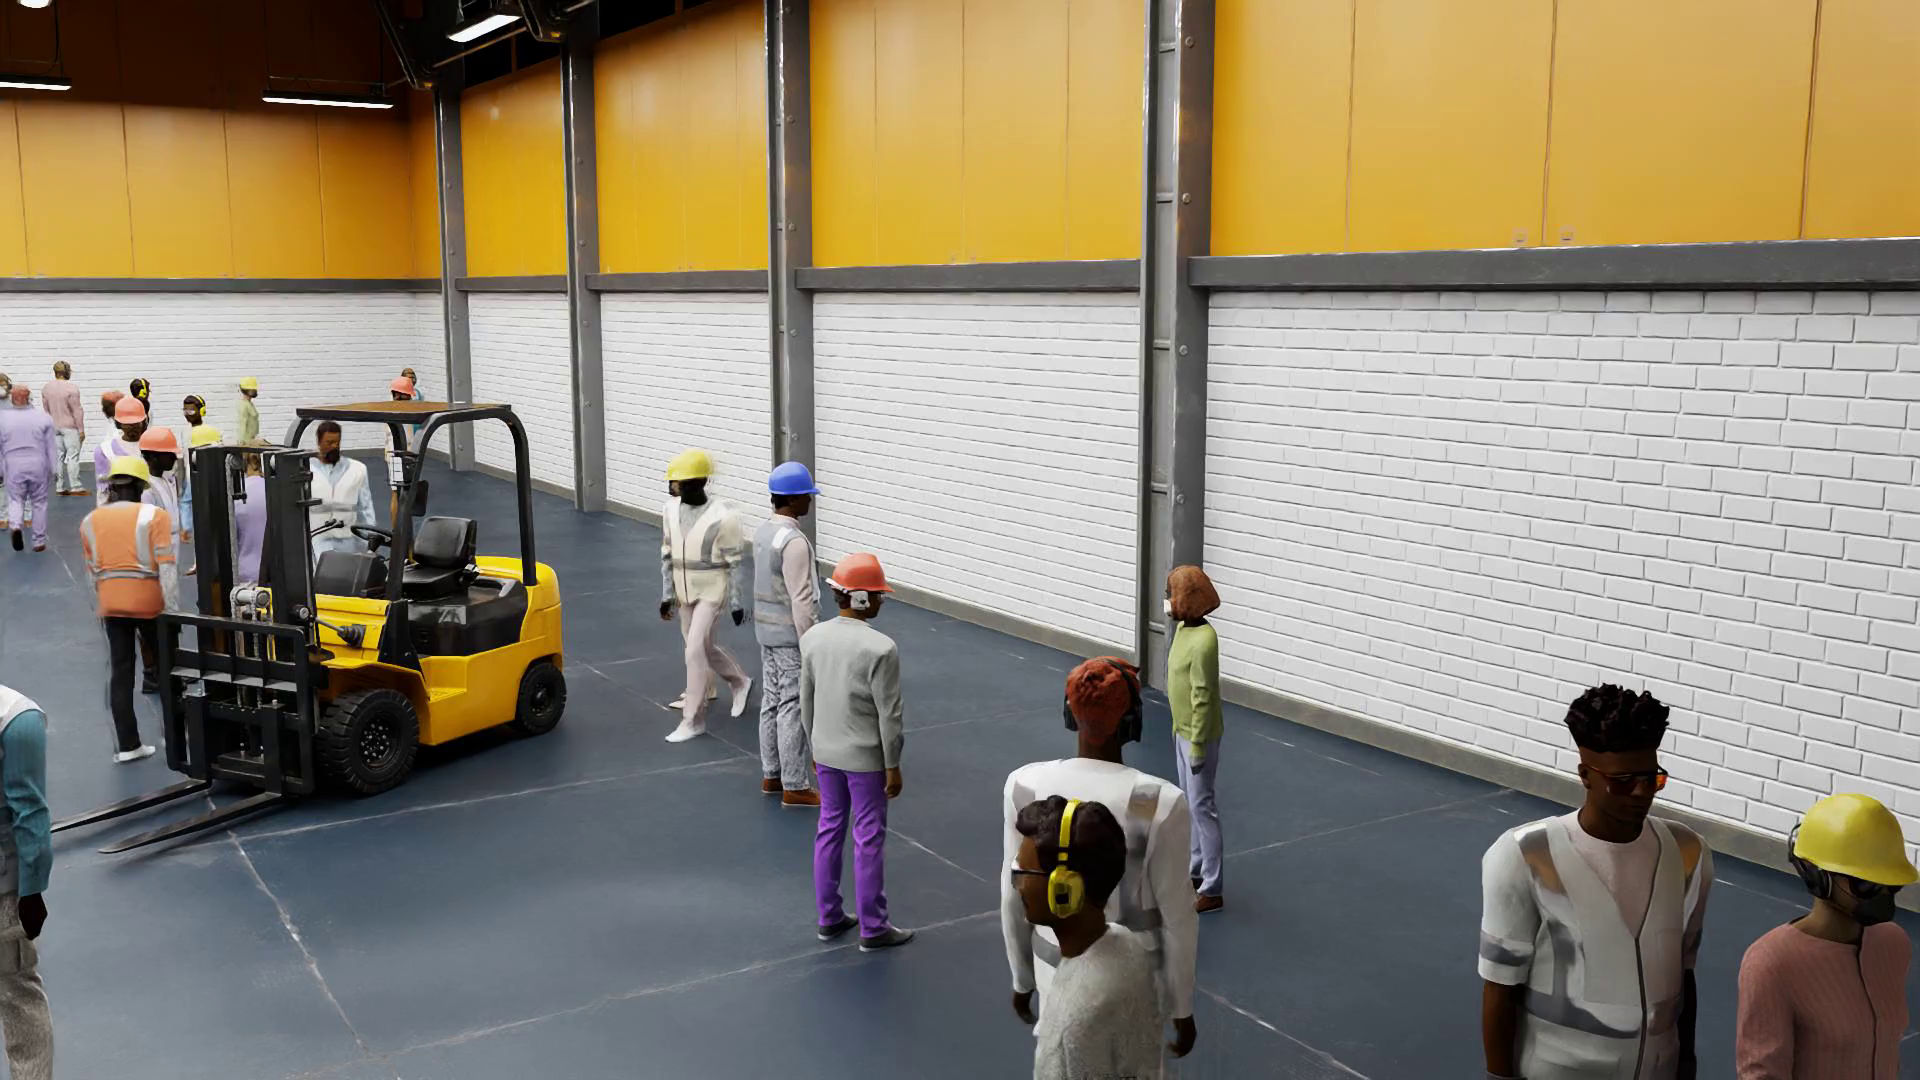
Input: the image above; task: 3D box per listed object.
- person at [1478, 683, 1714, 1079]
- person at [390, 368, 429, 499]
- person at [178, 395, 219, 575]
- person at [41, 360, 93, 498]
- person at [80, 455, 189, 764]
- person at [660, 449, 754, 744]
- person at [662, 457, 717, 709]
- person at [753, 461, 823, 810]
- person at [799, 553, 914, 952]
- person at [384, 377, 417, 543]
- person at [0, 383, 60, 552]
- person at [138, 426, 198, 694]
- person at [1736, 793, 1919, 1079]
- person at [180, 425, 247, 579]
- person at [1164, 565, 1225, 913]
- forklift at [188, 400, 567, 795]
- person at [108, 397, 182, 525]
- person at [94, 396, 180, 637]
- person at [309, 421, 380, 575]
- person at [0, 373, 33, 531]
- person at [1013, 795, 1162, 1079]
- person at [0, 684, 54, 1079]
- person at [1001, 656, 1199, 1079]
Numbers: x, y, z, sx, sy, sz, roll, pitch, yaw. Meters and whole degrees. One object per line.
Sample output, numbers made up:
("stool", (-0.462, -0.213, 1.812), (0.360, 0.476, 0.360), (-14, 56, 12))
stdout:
("person", (1.542, 1.309, 4.045), (0.602, 1.962, 0.368), (-2, 9, -13))
("person", (-7.656, -1.468, 23.154), (0.343, 1.847, 0.507), (7, 11, 40))
("person", (-7.726, -0.549, 16.925), (0.519, 1.860, 0.320), (4, 9, 25))
("person", (-12.588, -1.554, 23.419), (0.630, 1.940, 0.372), (3, 9, 17))
("person", (-5.108, 0.414, 10.412), (0.650, 1.862, 0.853), (0, 8, 1))
("person", (-1.637, 0.324, 10.924), (0.580, 1.895, 0.897), (6, 10, 35))
("person", (-1.891, 0.294, 11.576), (0.337, 1.757, 0.517), (0, 8, 1))
("person", (-0.957, 0.531, 9.337), (0.390, 1.948, 0.605), (-4, 10, -27))
("person", (-0.454, 0.925, 7.345), (0.564, 1.748, 0.339), (7, 11, 40))
("person", (-6.393, -0.906, 19.089), (0.367, 1.930, 0.542), (-1, 8, -5))
("person", (-10.325, -0.784, 18.395), (0.649, 1.890, 0.564), (-4, 9, -23))
("person", (-5.764, 0.143, 12.024), (0.387, 1.929, 0.547), (-1, 9, -8))
("person", (1.987, 1.438, 3.833), (0.522, 1.769, 0.311), (-4, 9, -27))
("person", (-6.185, -0.065, 13.876), (0.612, 1.794, 0.482), (2, 9, 13))
("person", (1.085, 0.923, 7.788), (0.287, 1.626, 0.497), (-1, 8, -4))
("forklift", (-3.529, 0.258, 10.348), (1.214, 2.155, 2.313), (4, 9, 25))
("person", (-7.302, -0.300, 14.875), (0.600, 1.967, 0.369), (-5, 10, -28))
("person", (-6.880, -0.190, 13.944), (0.612, 2.029, 0.407), (-6, 10, -35))
("person", (-4.840, 0.024, 12.943), (0.616, 1.879, 0.908), (-6, 10, -35))
("person", (-11.589, -1.072, 20.231), (0.635, 1.928, 0.383), (-5, 10, -30))
("person", (0.177, 1.443, 3.542), (0.741, 1.842, 0.553), (2, 9, 16))
("person", (-3.273, 1.109, 5.480), (0.605, 1.939, 0.414), (2, 9, 13))
("person", (0.395, 1.256, 4.671), (0.573, 1.883, 0.356), (5, 10, 28))
